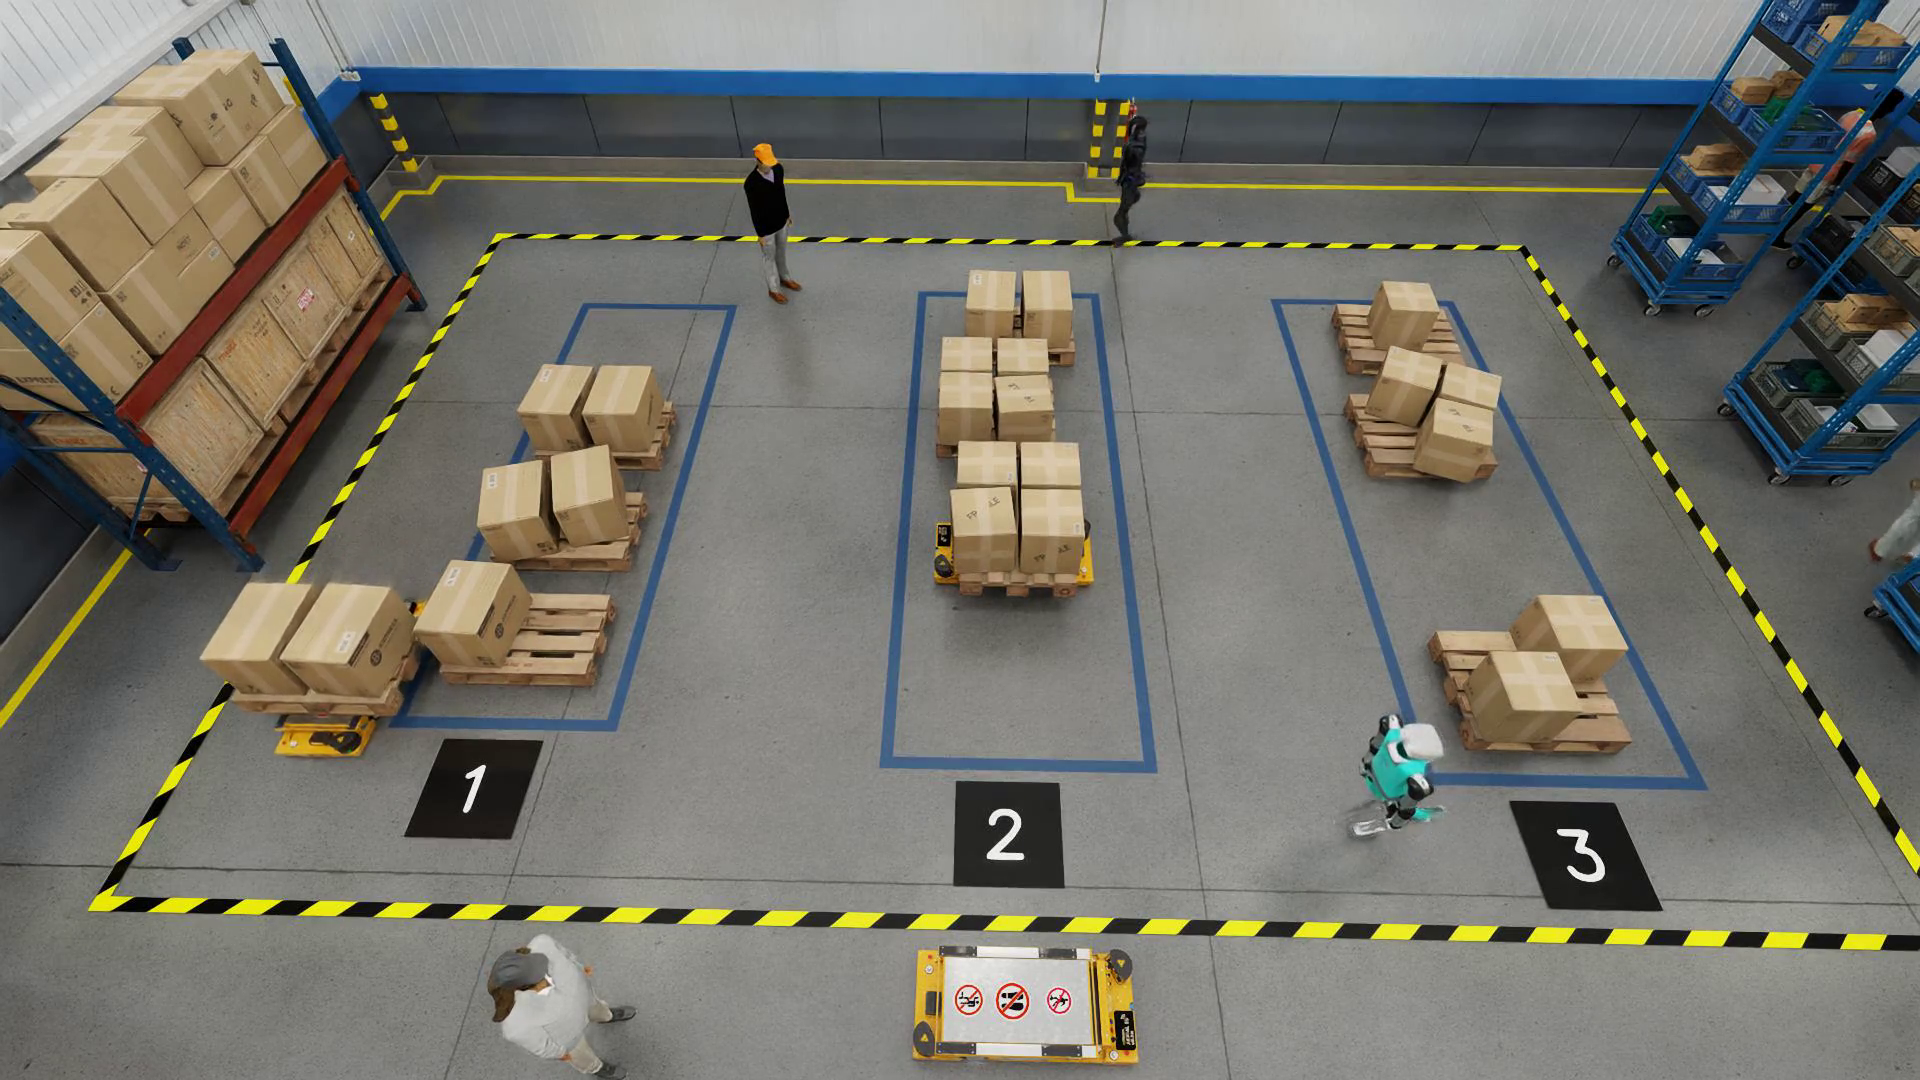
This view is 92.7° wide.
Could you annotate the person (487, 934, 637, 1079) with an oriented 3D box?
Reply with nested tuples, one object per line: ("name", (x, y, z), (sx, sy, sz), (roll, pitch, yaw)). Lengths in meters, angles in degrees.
("person", (-2.306, 2.718, 5.301), (0.400, 1.769, 0.561), (-1, 51, -1))

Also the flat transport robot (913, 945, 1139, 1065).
("flat transport robot", (0.422, 3.041, 6.007), (1.431, 0.231, 0.659), (1, 51, 1))

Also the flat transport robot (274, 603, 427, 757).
("flat transport robot", (-5.021, 1.094, 7.576), (0.652, 0.197, 1.431), (1, 51, 1))

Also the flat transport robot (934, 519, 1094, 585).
("flat transport robot", (0.490, 0.087, 8.397), (1.431, 0.197, 0.652), (1, 51, 1))

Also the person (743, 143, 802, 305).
("person", (-2.108, -3.585, 10.371), (0.394, 1.877, 0.586), (25, 55, 19))

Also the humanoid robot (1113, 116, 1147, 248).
("humanoid robot", (2.052, -4.319, 11.096), (0.397, 1.641, 0.600), (-7, 51, -5))

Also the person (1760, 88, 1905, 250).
("person", (10.444, -4.447, 11.026), (0.369, 1.958, 0.596), (6, 51, 5))

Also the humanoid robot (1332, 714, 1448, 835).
("humanoid robot", (3.011, 1.692, 6.185), (0.786, 1.818, 0.557), (-7, 51, -5))

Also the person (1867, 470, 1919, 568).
("person", (8.546, -0.474, 7.814), (0.648, 1.912, 0.472), (29, 56, 22))
